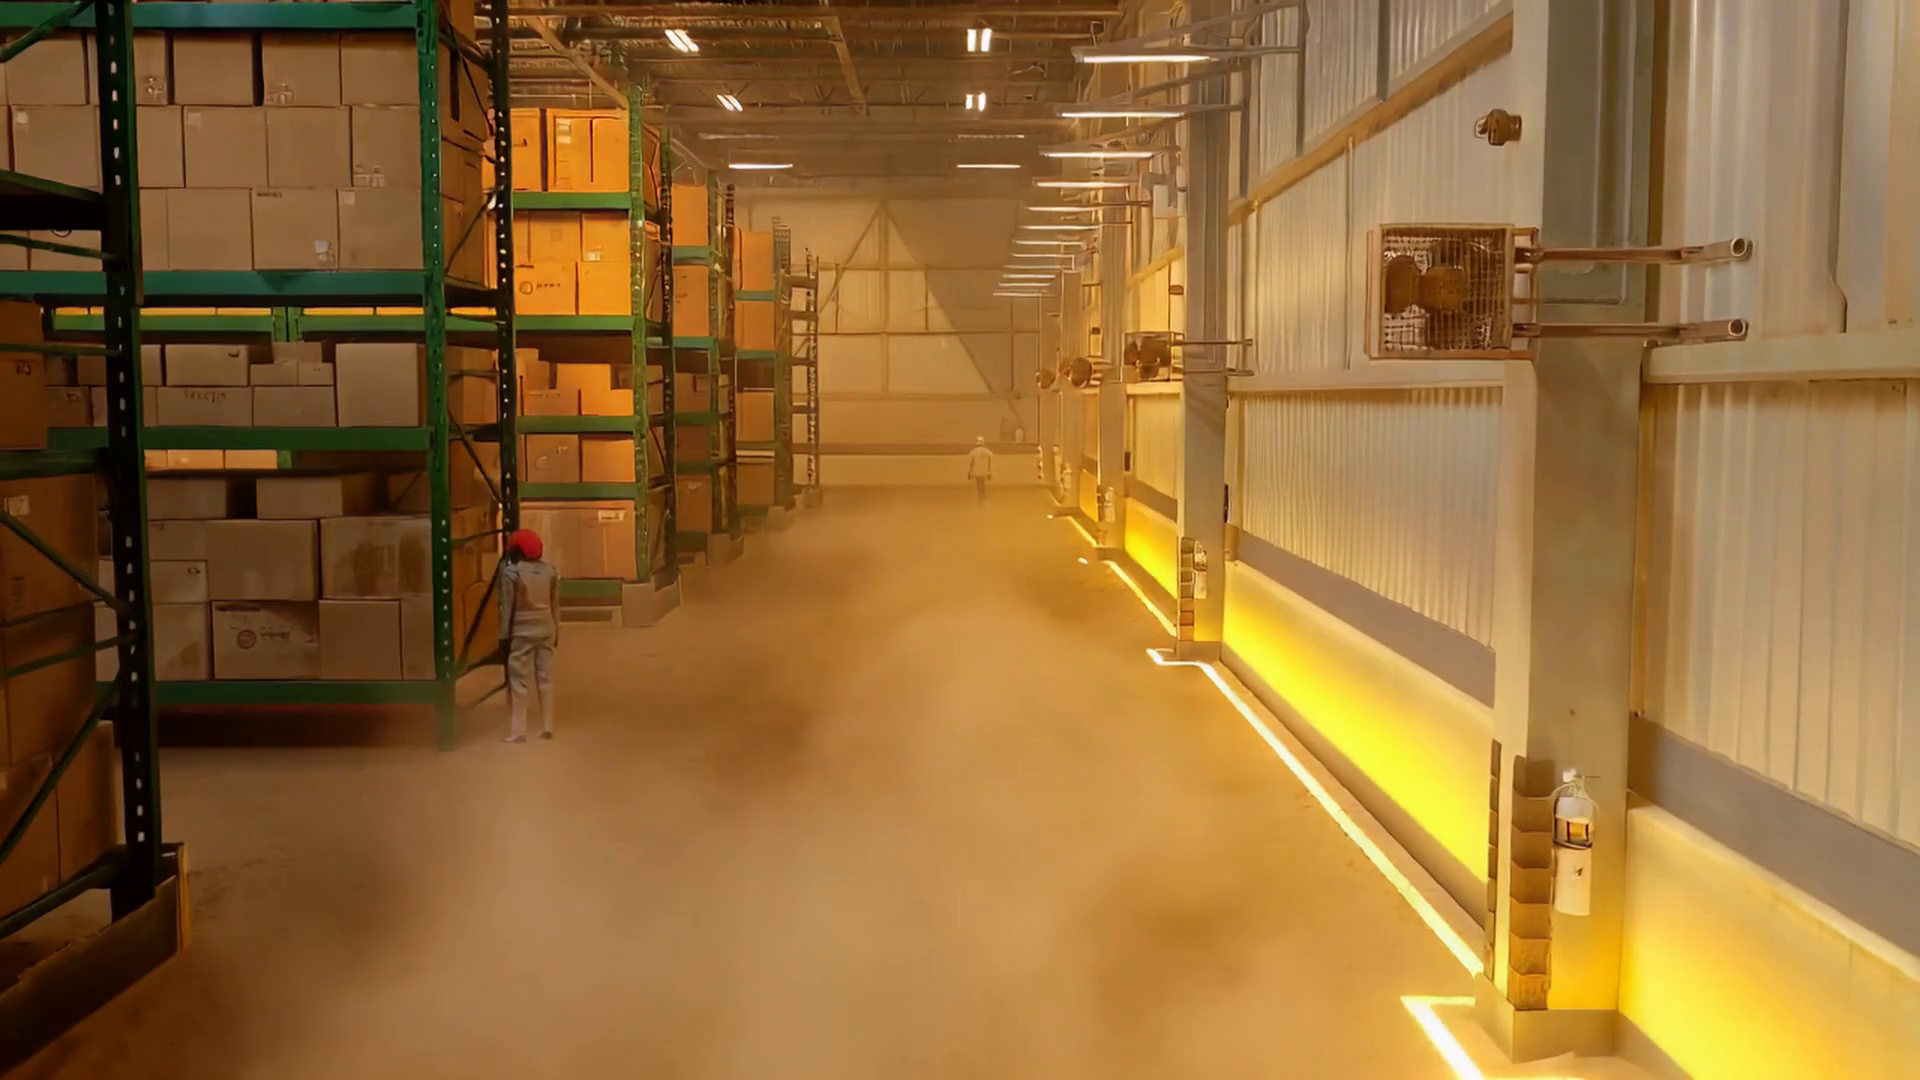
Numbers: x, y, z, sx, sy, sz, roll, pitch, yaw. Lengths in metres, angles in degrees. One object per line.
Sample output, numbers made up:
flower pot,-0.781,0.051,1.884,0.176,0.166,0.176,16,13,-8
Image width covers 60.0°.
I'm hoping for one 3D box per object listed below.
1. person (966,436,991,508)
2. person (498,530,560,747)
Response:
person,0.445,-1.602,39.360,0.566,1.711,0.918,-2,5,-21
person,-3.237,0.735,12.556,0.321,1.631,0.526,4,6,40
